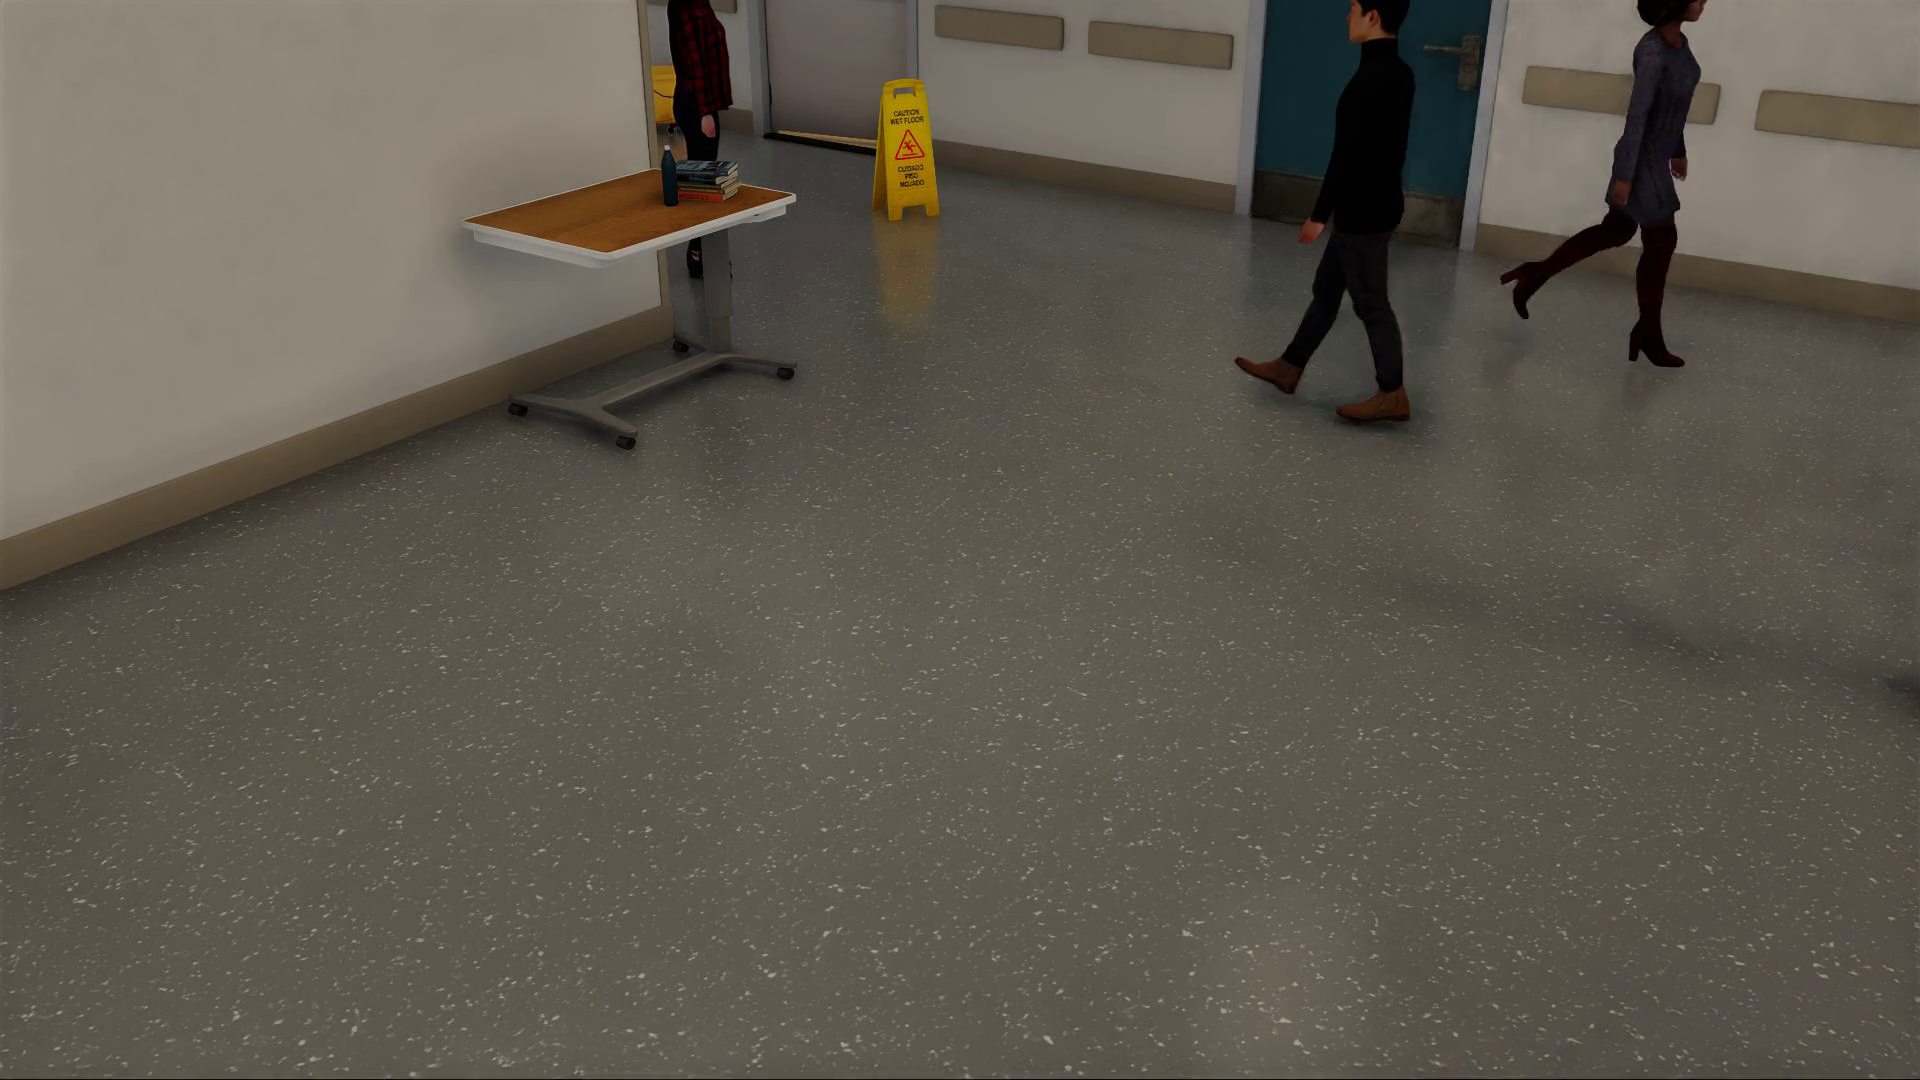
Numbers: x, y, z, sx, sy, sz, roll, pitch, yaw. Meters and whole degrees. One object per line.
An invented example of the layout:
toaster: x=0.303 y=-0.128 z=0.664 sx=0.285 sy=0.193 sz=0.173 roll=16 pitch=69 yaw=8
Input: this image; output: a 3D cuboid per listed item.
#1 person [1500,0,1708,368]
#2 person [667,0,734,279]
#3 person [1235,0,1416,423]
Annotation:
person: x=2.812 y=-1.582 z=7.063 sx=1.070 sy=1.684 sz=0.632 roll=15 pitch=29 yaw=28
person: x=-1.302 y=-2.131 z=8.231 sx=0.706 sy=1.659 sz=0.660 roll=-3 pitch=26 yaw=-6
person: x=1.622 y=-1.256 z=6.371 sx=1.048 sy=1.698 sz=0.806 roll=9 pitch=27 yaw=19
